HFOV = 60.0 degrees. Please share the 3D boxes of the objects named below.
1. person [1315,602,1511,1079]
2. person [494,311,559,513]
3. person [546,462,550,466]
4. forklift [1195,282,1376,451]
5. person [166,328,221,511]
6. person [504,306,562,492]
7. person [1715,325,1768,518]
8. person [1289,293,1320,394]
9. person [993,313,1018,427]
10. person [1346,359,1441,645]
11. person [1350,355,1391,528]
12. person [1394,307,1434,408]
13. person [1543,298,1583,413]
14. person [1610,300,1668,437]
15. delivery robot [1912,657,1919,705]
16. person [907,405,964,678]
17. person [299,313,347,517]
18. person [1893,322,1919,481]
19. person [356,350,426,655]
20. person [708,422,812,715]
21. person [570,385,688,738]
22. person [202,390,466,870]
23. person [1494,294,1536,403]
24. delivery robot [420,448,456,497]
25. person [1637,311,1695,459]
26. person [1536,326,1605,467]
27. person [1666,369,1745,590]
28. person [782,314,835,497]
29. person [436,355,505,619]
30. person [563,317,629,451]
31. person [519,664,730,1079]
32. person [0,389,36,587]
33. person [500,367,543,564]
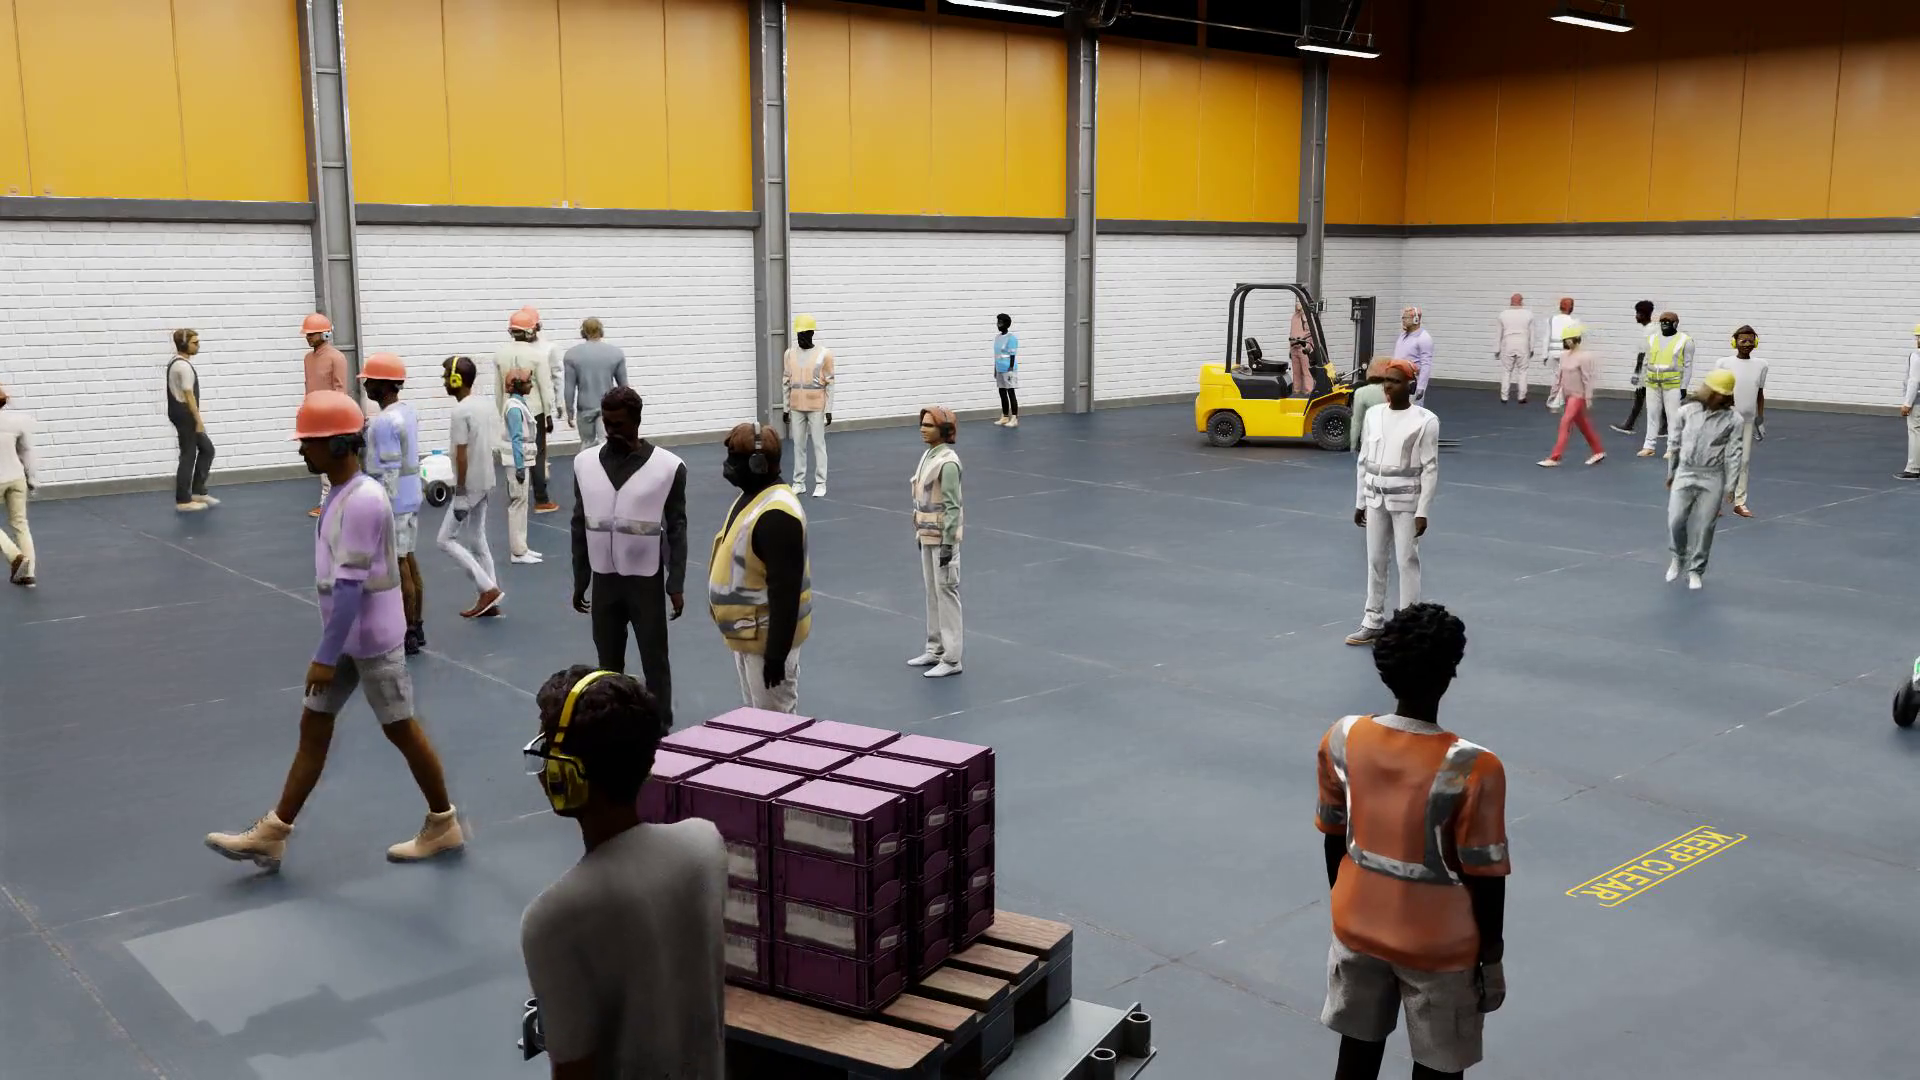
[{"bbox_3d":[1.120,0.991,4.136,0.318,1.700,0.535,-9,13,-41],"label":"person"},{"bbox_3d":[-4.287,-1.256,16.429,0.630,1.993,0.391,3,10,15],"label":"person"},{"bbox_3d":[-5.210,-1.692,20.019,0.514,1.639,0.311,5,11,25],"label":"person"},{"bbox_3d":[4.328,-2.346,22.227,2.313,2.155,1.214,3,10,16],"label":"forklift"},{"bbox_3d":[-7.605,-1.195,16.559,0.569,1.823,0.535,-5,11,-29],"label":"person"},{"bbox_3d":[-4.638,-1.554,18.160,0.613,2.015,0.883,0,10,-1],"label":"person"},{"bbox_3d":[7.560,-1.148,16.159,0.511,1.872,0.328,1,10,5],"label":"person"},{"bbox_3d":[5.754,-3.191,28.011,0.401,1.910,0.640,-5,11,-26],"label":"person"},{"bbox_3d":[0.669,-2.524,24.737,0.320,1.692,0.534,-6,11,-30],"label":"person"},{"bbox_3d":[2.782,-0.220,10.689,0.355,1.884,0.576,-8,13,-39],"label":"person"},{"bbox_3d":[3.862,-0.896,15.385,0.521,1.618,0.353,-1,10,-4],"label":"person"},{"bbox_3d":[5.555,-1.926,20.602,0.406,1.911,0.638,-3,10,-17],"label":"person"},{"bbox_3d":[9.863,-2.998,27.032,0.830,1.850,0.596,-8,12,-38],"label":"person"},{"bbox_3d":[9.631,-2.402,23.365,0.908,1.911,0.632,6,11,30],"label":"person"},{"bbox_3d":[5.418,0.693,8.952,0.707,0.478,0.477,-9,13,-43],"label":"delivery robot"},{"bbox_3d":[-0.133,0.003,10.079,0.306,1.645,0.522,-3,10,-18],"label":"person"},{"bbox_3d":[-6.148,-1.195,16.103,0.614,1.987,0.407,7,12,36],"label":"person"},{"bbox_3d":[10.889,-1.582,18.820,0.588,1.829,0.404,-5,11,-26],"label":"person"},{"bbox_3d":[-3.609,-0.230,10.574,0.352,1.942,0.545,-1,10,-5],"label":"person"},{"bbox_3d":[-0.851,0.416,7.087,0.430,1.845,0.624,-3,10,-17],"label":"person"},{"bbox_3d":[-1.625,0.192,8.191,0.587,1.913,0.391,2,10,10],"label":"person"},{"bbox_3d":[-2.554,0.397,6.765,1.030,1.991,0.614,-6,11,-32],"label":"person"},{"bbox_3d":[9.546,-3.288,28.651,0.674,1.887,0.441,4,11,23],"label":"person"},{"bbox_3d":[-5.368,-0.698,17.097,0.477,0.478,0.707,5,11,27],"label":"delivery robot"},{"bbox_3d":[8.847,-1.940,20.881,0.429,1.844,0.625,-9,13,-41],"label":"person"},{"bbox_3d":[7.448,-1.732,20.078,0.969,1.704,0.515,-2,10,-12],"label":"person"},{"bbox_3d":[5.615,-0.451,12.562,0.522,1.695,0.519,6,11,30],"label":"person"},{"bbox_3d":[-1.610,-1.412,17.534,0.594,1.926,0.366,4,10,21],"label":"person"},{"bbox_3d":[-3.409,-0.348,11.524,0.418,1.851,0.562,1,10,5],"label":"person"},{"bbox_3d":[-3.771,-1.358,17.276,0.656,1.900,0.863,-2,10,-13],"label":"person"},{"bbox_3d":[-0.651,1.122,3.035,0.954,1.817,0.511,7,12,35],"label":"person"},{"bbox_3d":[-7.281,-0.419,12.624,0.404,1.615,0.592,5,11,29],"label":"person"},{"bbox_3d":[-3.639,-0.617,13.754,0.310,1.631,0.509,-2,10,-13],"label":"person"}]
